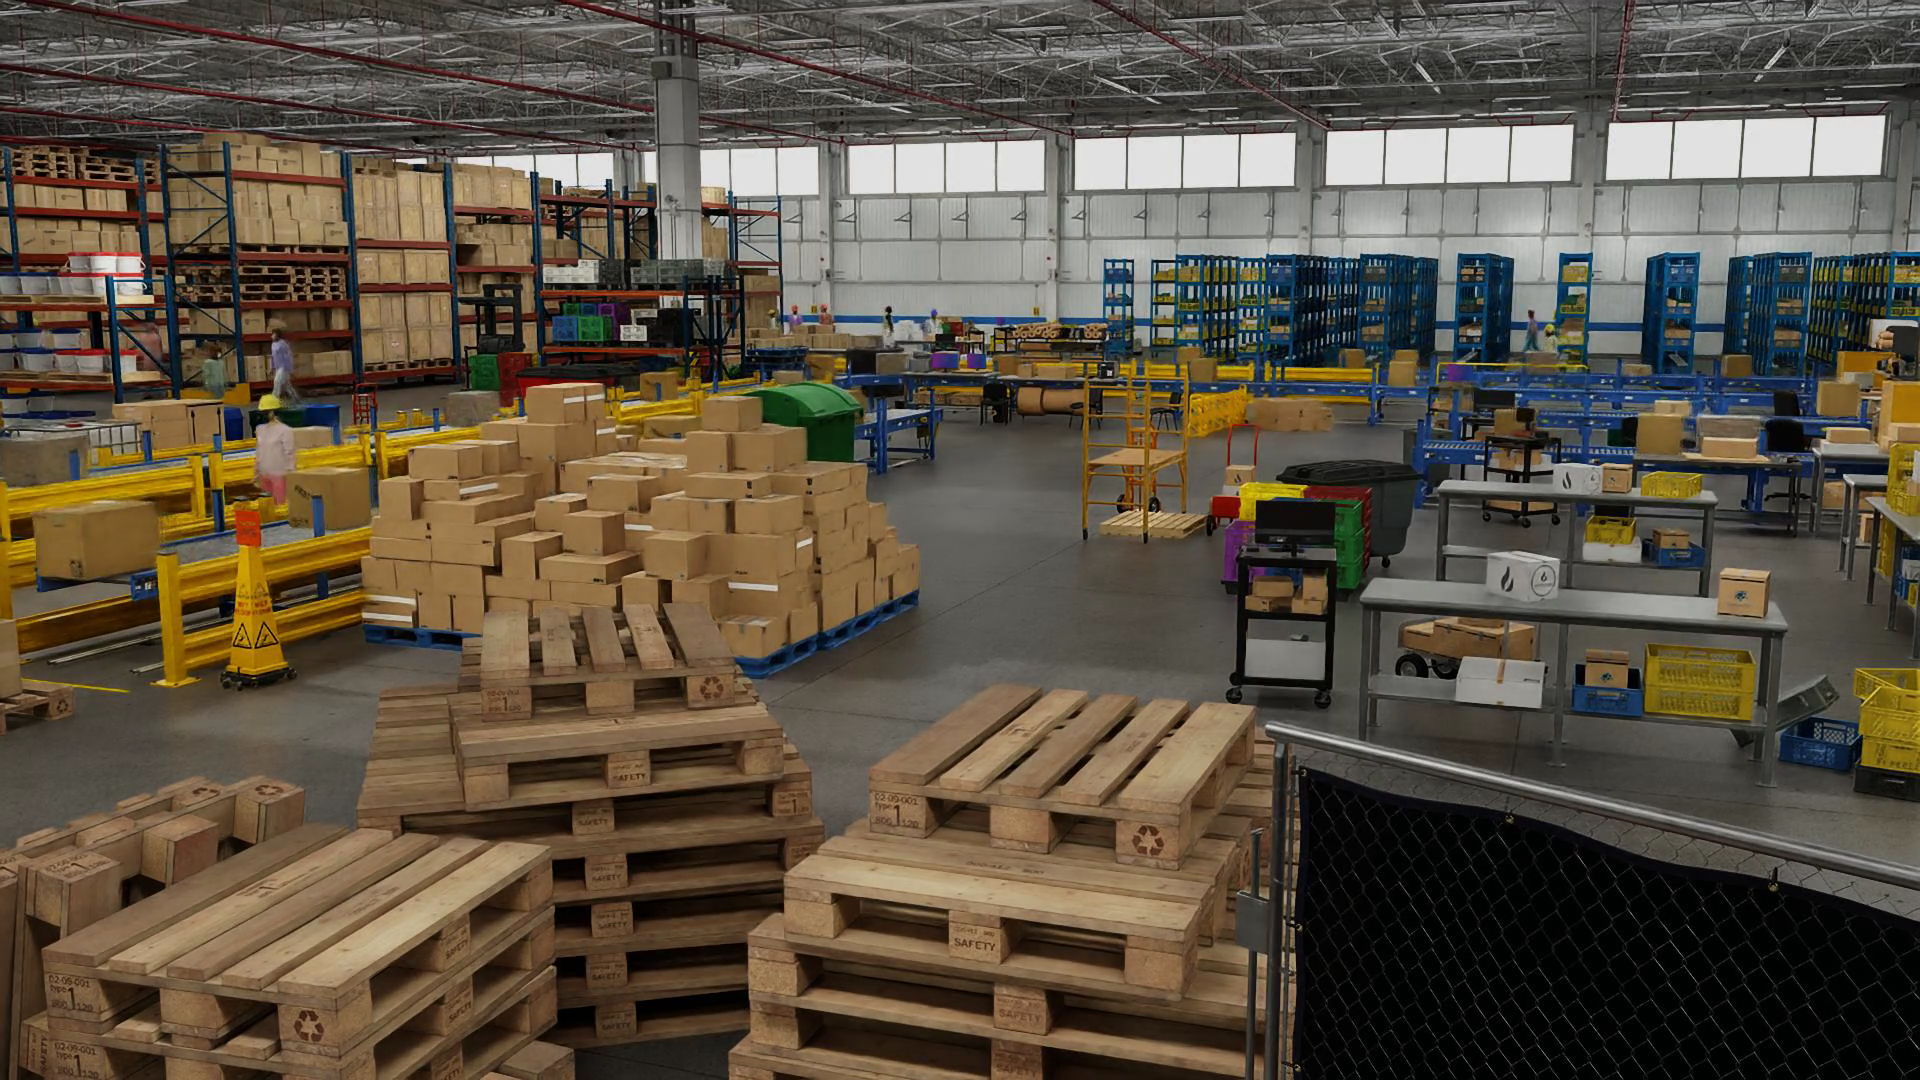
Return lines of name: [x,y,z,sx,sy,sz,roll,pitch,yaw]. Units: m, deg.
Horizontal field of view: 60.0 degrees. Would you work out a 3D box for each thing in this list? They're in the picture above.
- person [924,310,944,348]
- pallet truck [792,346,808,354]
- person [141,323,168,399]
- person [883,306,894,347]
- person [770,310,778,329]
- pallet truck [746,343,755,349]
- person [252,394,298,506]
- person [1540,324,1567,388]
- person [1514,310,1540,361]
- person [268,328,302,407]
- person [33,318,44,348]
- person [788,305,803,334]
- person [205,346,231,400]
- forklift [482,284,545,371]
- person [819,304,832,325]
person: [-0.815,-6.654,54.968,0.607,1.888,1.010,-6,11,-33]
pallet truck: [-3.705,-4.298,42.022,0.653,1.274,1.630,3,10,20]
person: [-19.805,-4.412,40.988,0.669,1.850,0.980,4,10,21]
person: [-2.947,-8.481,66.709,0.854,1.817,0.634,-1,9,-7]
person: [-6.999,-7.769,62.558,0.313,1.747,0.689,0,9,1]
pallet truck: [-6.183,-4.618,44.264,1.601,1.201,0.680,-9,12,-43]
person: [-7.442,-0.715,18.114,0.530,1.754,0.431,5,10,27]
person: [15.012,-4.579,42.204,0.779,1.810,0.599,5,10,30]
person: [20.064,-7.161,58.437,0.980,1.799,0.579,2,9,13]
person: [-15.009,-3.741,36.727,1.066,1.881,0.648,-9,13,-44]
person: [-26.285,-5.417,47.433,0.606,1.815,0.687,5,10,29]
person: [-6.247,-7.973,63.186,0.597,1.908,0.478,-2,9,-10]
person: [-14.872,-3.086,33.384,0.454,1.614,0.531,3,10,19]
forklift: [-10.832,-4.702,39.610,1.129,2.768,1.873,3,10,20]
person: [-4.943,-7.630,60.772,0.396,1.992,0.623,7,12,39]
